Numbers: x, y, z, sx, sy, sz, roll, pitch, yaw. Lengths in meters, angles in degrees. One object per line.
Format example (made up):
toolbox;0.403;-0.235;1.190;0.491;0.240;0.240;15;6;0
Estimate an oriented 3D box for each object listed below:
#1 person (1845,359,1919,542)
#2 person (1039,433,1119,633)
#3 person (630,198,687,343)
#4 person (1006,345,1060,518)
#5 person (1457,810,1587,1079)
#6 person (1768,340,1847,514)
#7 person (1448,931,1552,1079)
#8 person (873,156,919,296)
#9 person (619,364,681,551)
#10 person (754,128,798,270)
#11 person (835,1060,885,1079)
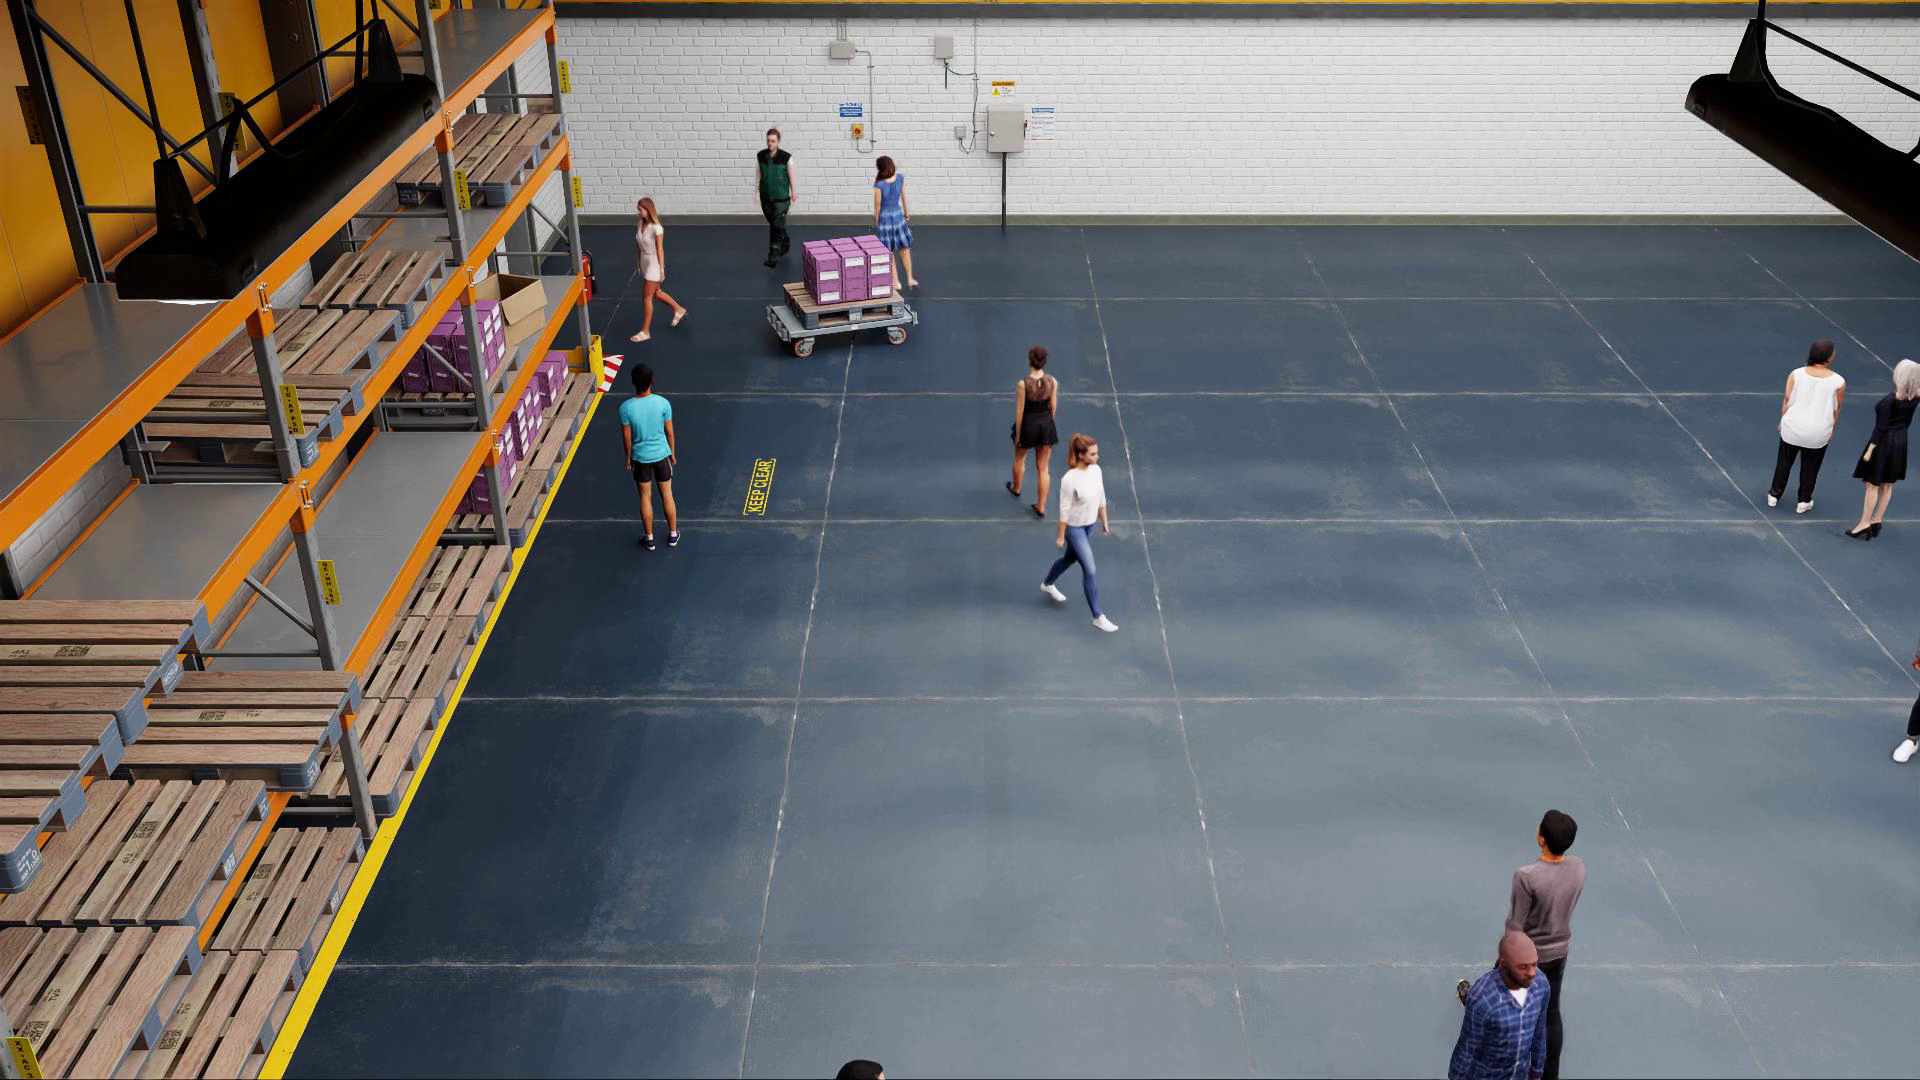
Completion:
person;8.413;-0.823;15.123;0.687;1.746;0.695;-12;31;-21
person;0.928;-0.108;13.888;1.151;1.674;1.143;22;35;34
person;-3.564;-3.215;19.593;1.081;1.666;1.058;-22;36;-34
person;0.727;-0.988;15.524;0.763;1.652;0.980;-8;30;-15
person;3.276;2.359;9.308;0.889;1.728;1.162;-5;29;-10
person;7.975;-1.081;15.658;0.764;1.687;0.805;21;35;33
person;2.704;2.697;8.629;1.012;1.785;1.251;-14;31;-23
person;-0.826;-3.929;20.775;0.851;1.786;0.891;-17;33;-28
person;-2.776;-0.745;14.949;0.670;1.776;0.621;-8;30;-15
person;-2.397;-4.503;21.829;0.895;1.784;1.253;9;30;16
person;-0.473;3.129;7.881;0.722;1.743;0.526;-3;29;-6
